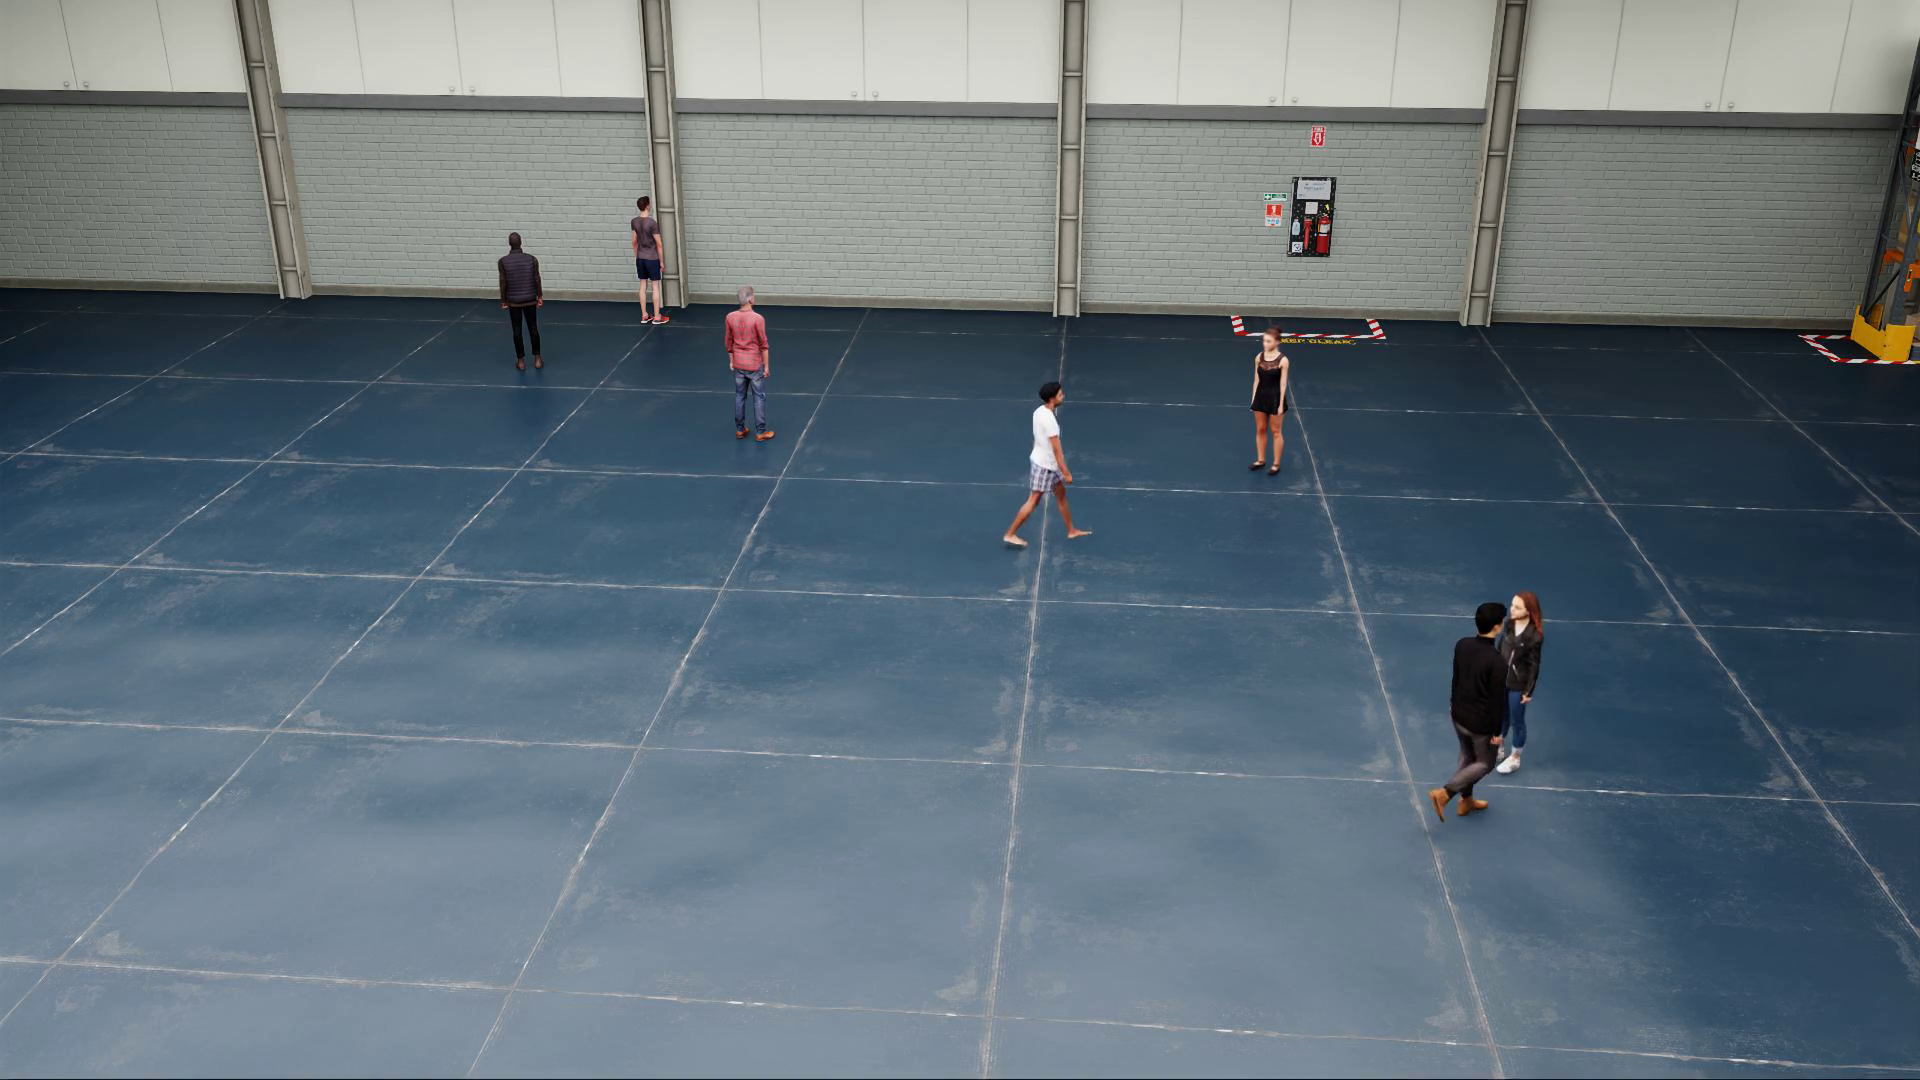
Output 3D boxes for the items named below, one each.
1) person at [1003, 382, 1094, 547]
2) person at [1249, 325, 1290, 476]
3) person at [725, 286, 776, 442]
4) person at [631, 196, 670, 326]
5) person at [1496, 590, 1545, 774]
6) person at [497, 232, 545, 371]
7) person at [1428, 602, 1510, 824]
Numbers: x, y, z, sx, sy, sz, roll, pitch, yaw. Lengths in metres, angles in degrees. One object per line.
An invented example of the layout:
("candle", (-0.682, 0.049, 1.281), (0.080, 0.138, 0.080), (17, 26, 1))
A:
("person", (0.764, -0.712, 16.515), (1.193, 1.683, 0.783), (-2, 23, -5))
("person", (3.462, -1.568, 18.534), (0.671, 1.679, 0.750), (19, 30, 38))
("person", (-2.487, -2.082, 19.551), (0.602, 1.829, 0.810), (9, 25, 20))
("person", (-4.540, -4.073, 24.203), (0.604, 1.853, 0.779), (10, 25, 23))
("person", (4.211, 1.053, 12.620), (0.639, 1.483, 0.635), (-9, 25, -21))
("person", (-5.842, -3.189, 22.147), (0.665, 1.835, 0.836), (-8, 24, -17))
("person", (3.635, 1.255, 11.851), (0.998, 1.713, 0.891), (-12, 26, -26))
